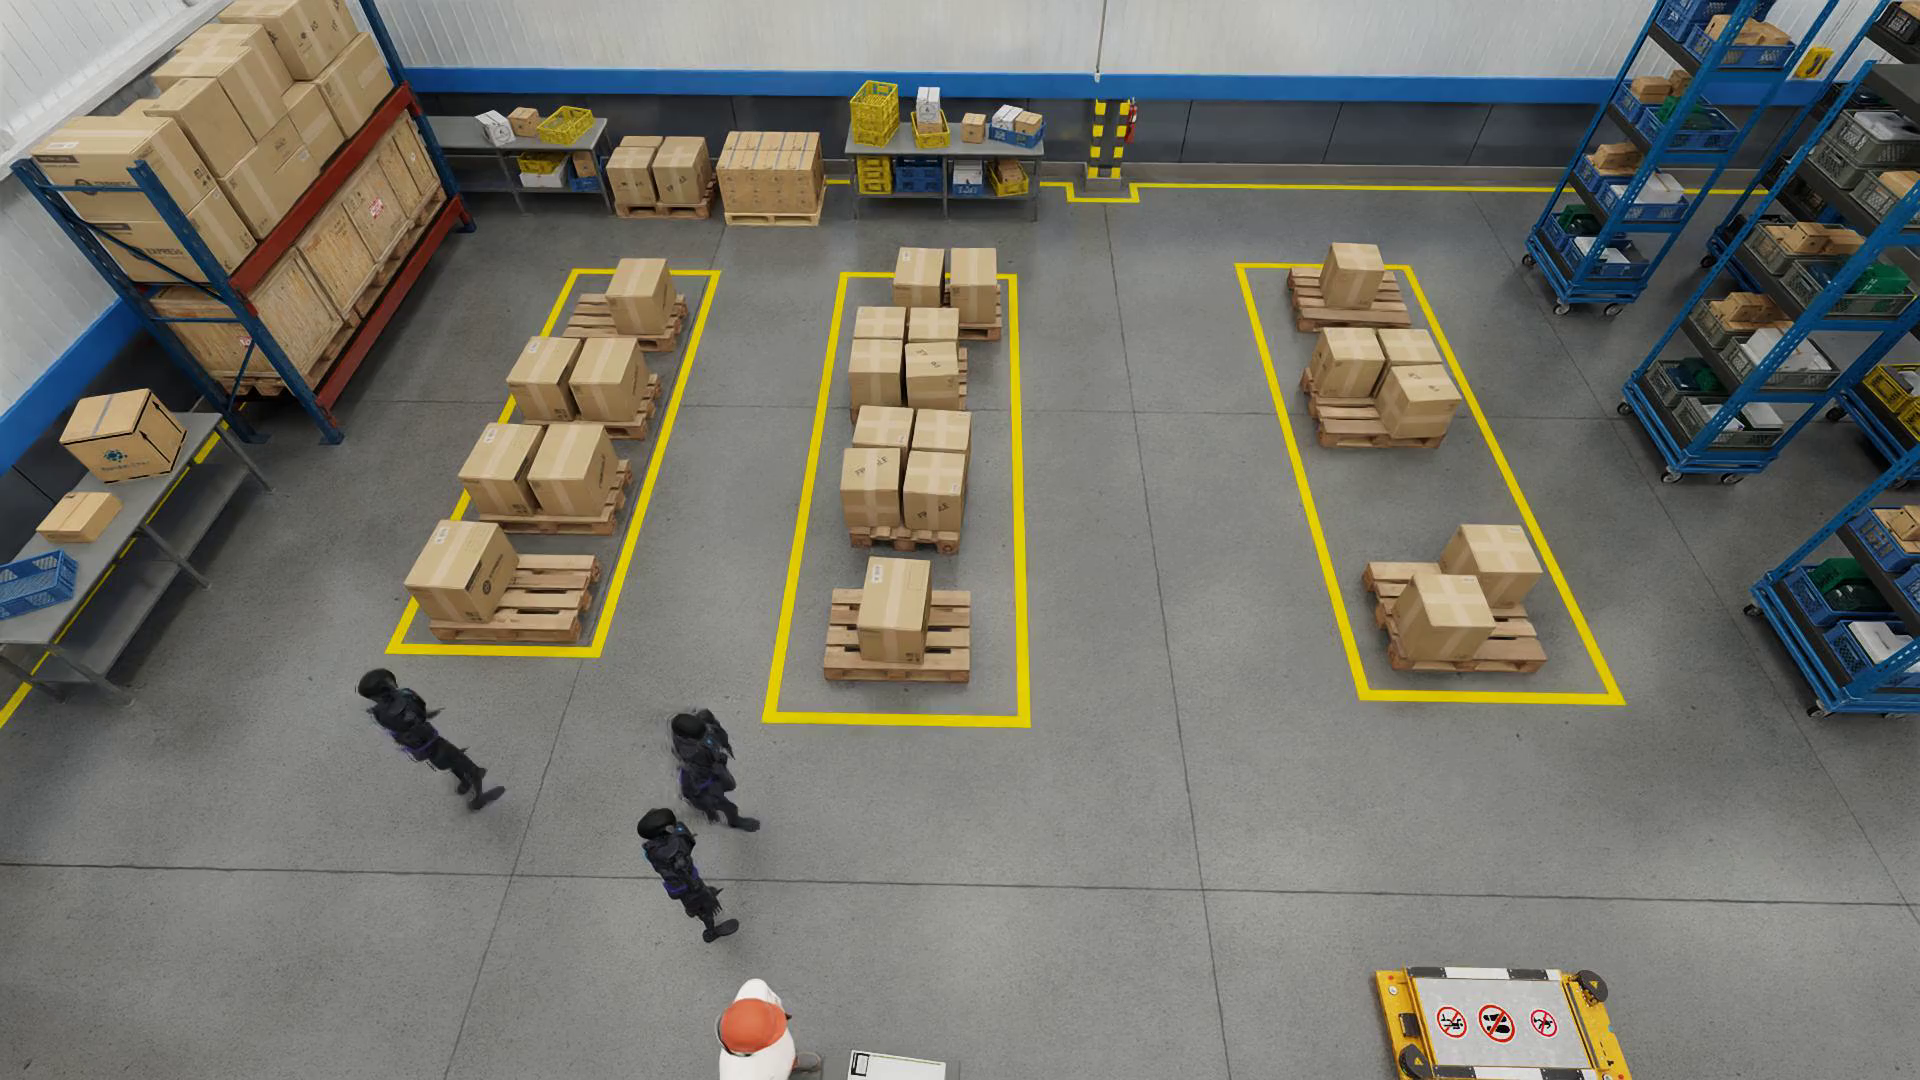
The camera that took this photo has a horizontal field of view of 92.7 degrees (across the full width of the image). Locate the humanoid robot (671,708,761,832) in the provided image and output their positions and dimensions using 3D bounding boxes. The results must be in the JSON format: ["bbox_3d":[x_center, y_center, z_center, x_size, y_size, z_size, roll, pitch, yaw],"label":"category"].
[{"bbox_3d":[-1.781,1.592,6.288,0.522,1.627,0.586,3,51,2],"label":"humanoid robot"}]

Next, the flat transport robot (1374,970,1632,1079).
[{"bbox_3d":[3.501,3.133,5.914,1.431,0.197,0.652,1,51,1],"label":"flat transport robot"}]

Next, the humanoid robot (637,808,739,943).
[{"bbox_3d":[-1.745,2.104,5.852,0.325,1.658,0.601,-31,57,-23],"label":"humanoid robot"}]

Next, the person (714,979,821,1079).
[{"bbox_3d":[-1.040,2.871,5.040,0.400,1.987,0.613,2,51,2],"label":"person"}]

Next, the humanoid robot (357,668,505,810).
[{"bbox_3d":[-3.681,1.380,6.455,0.589,1.651,0.405,29,56,21],"label":"humanoid robot"}]
